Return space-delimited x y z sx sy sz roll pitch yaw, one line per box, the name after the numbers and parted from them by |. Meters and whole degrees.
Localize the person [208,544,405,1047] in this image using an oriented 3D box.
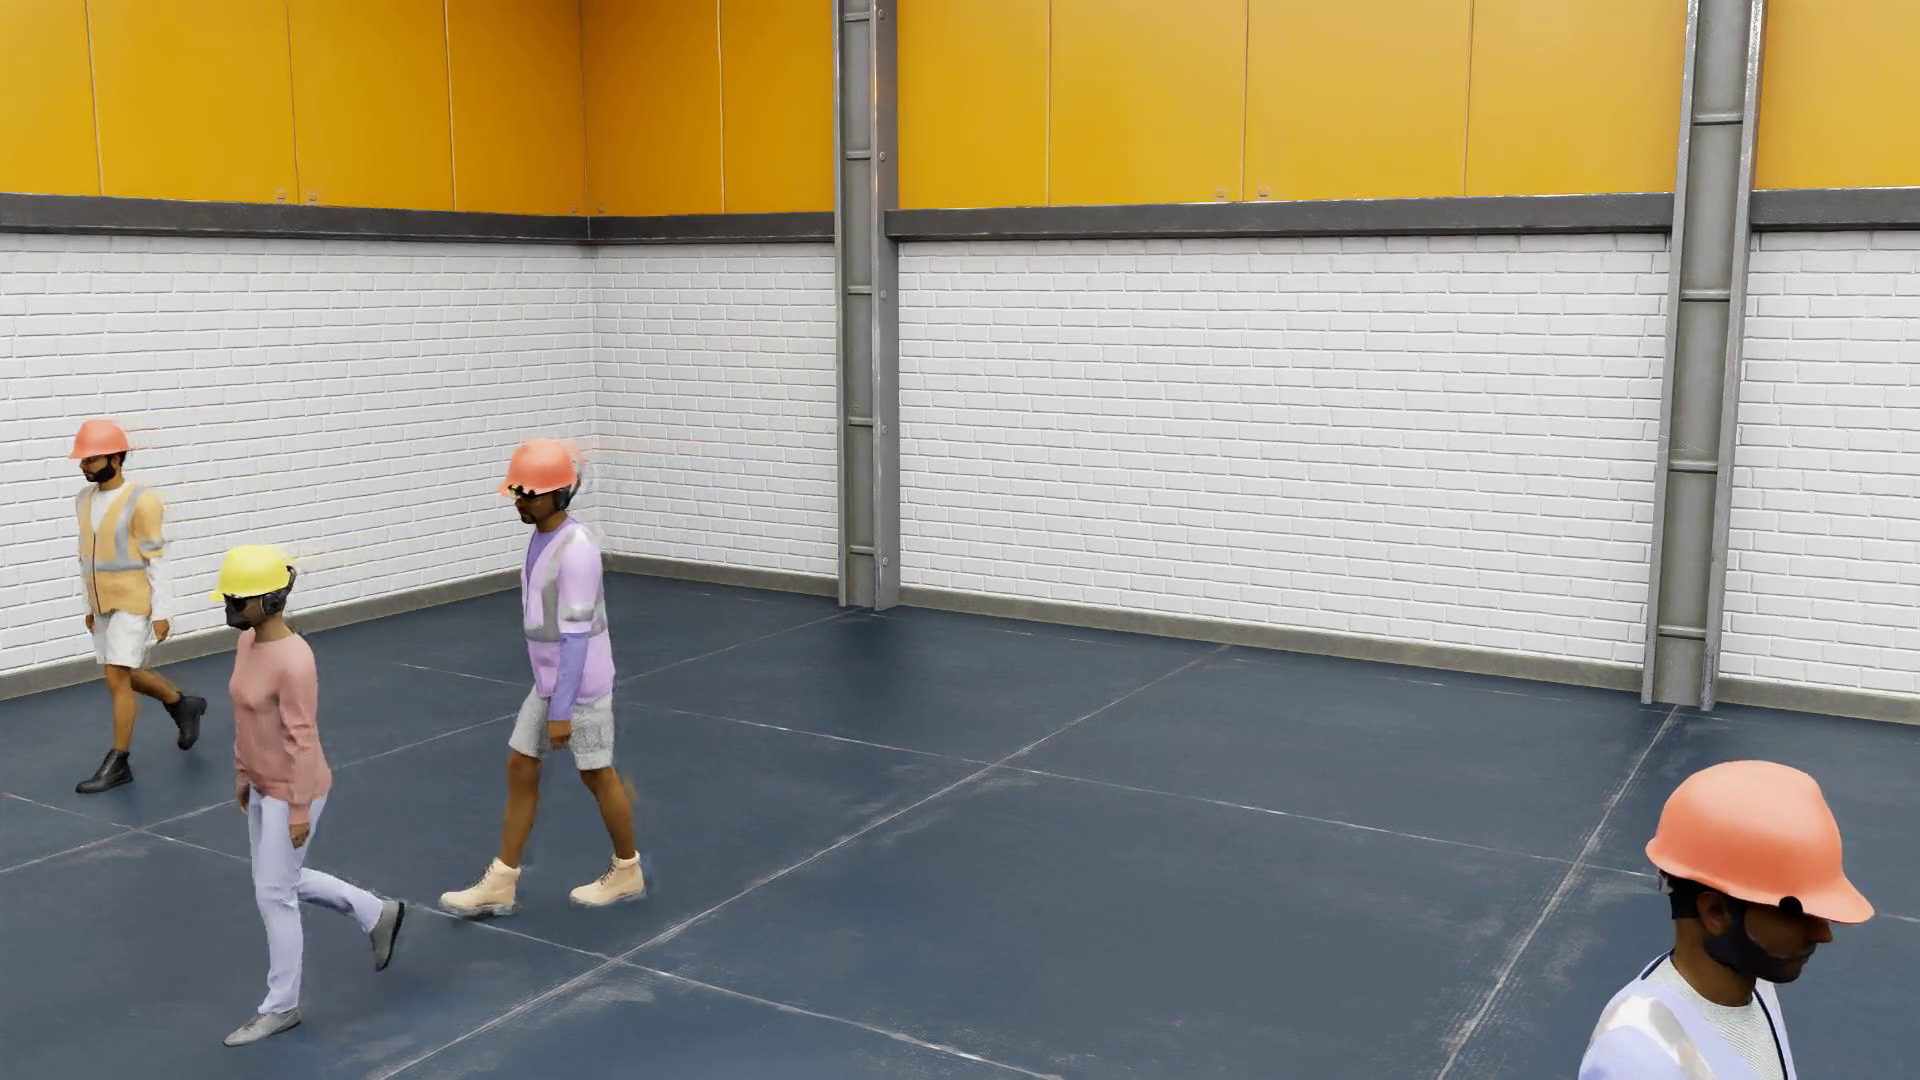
-2.296 0.854 5.833 0.632 1.744 0.531 -8 12 -41 | person

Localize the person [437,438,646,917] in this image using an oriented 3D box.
-1.694 0.587 6.687 0.962 1.996 0.636 -5 11 -30 | person

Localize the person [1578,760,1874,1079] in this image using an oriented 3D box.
1.141 1.278 2.572 0.359 1.936 0.544 7 11 37 | person

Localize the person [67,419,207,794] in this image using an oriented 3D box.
-4.340 0.307 8.734 0.553 1.915 0.826 4 10 24 | person
